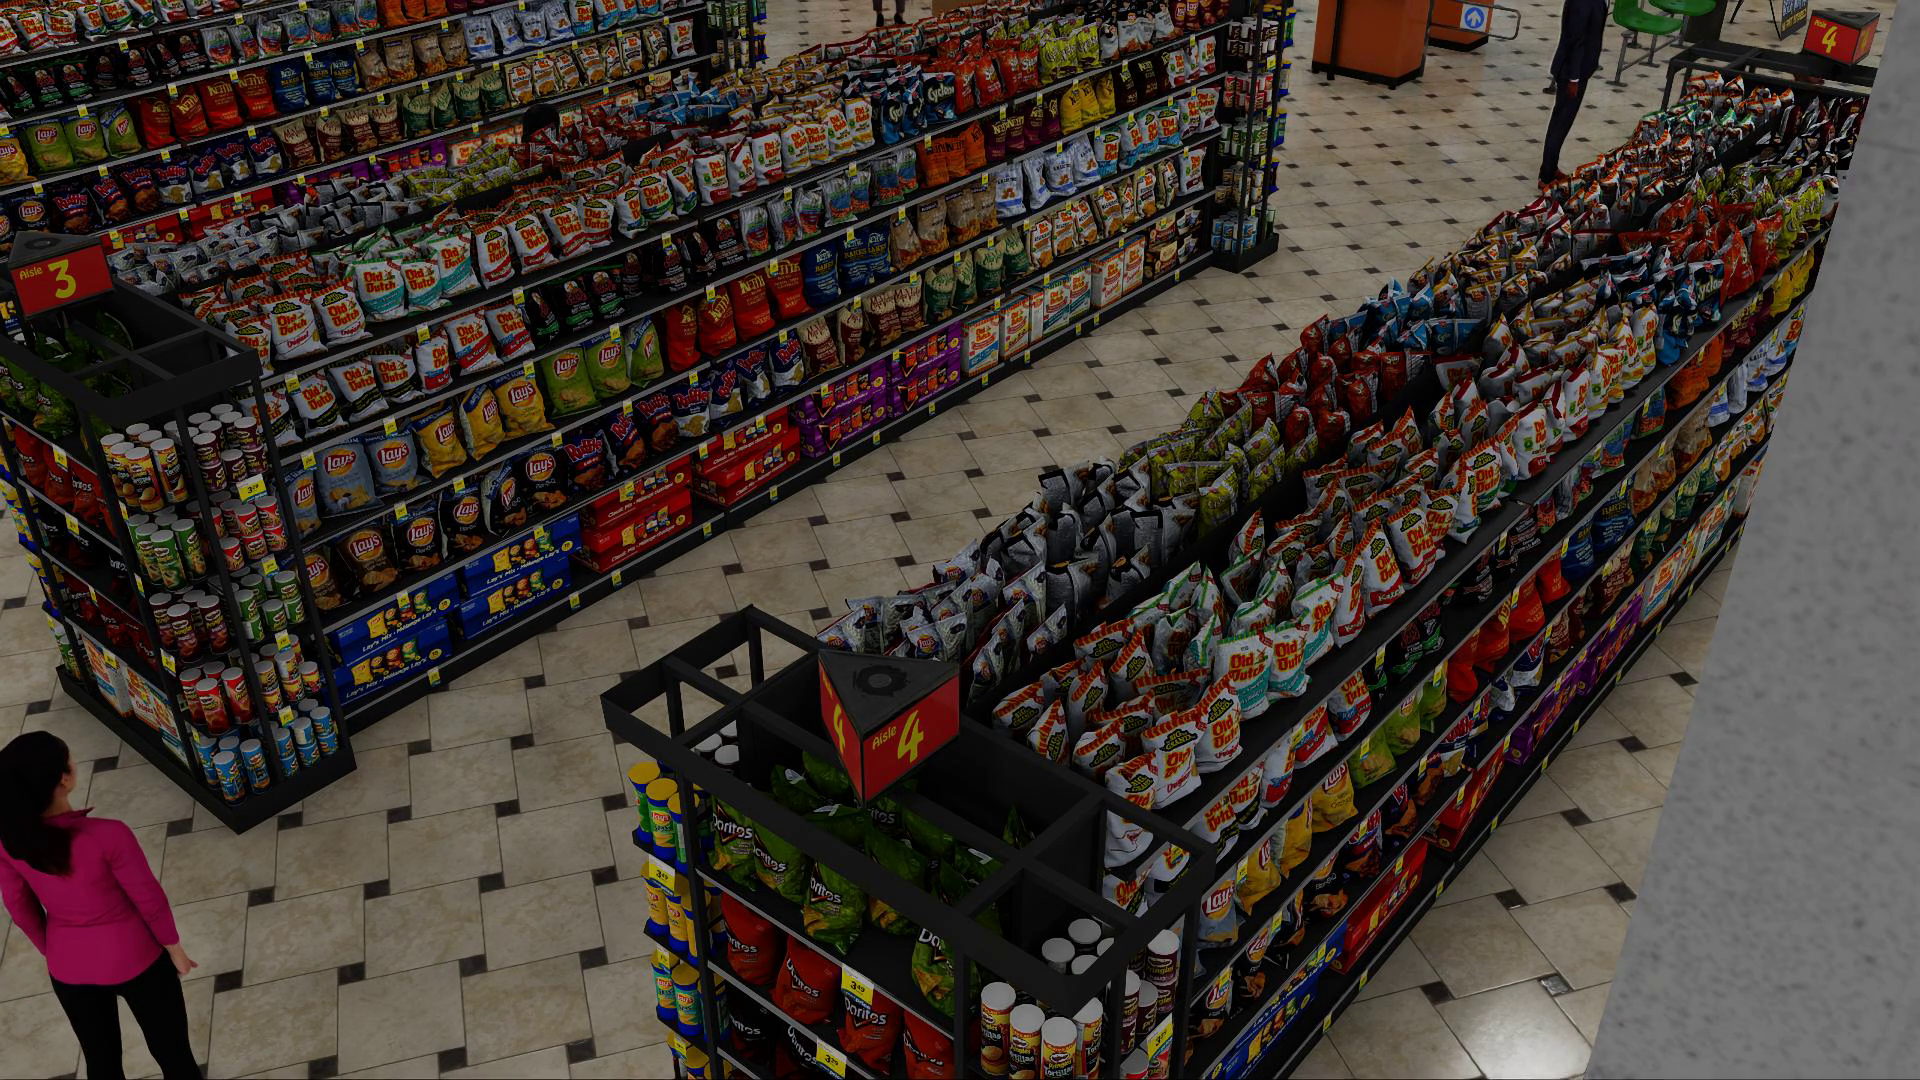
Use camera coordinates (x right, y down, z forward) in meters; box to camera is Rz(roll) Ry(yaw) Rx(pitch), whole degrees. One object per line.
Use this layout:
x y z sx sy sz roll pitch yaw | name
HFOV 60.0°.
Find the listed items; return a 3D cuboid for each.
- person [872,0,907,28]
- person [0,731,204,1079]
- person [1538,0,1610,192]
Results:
-0.742 -6.068 16.914 0.690 1.670 0.715 3 32 5 | person
-2.600 1.287 5.066 0.684 1.699 0.739 -2 32 -3 | person
4.738 -3.618 12.830 0.821 1.824 0.634 13 34 20 | person
